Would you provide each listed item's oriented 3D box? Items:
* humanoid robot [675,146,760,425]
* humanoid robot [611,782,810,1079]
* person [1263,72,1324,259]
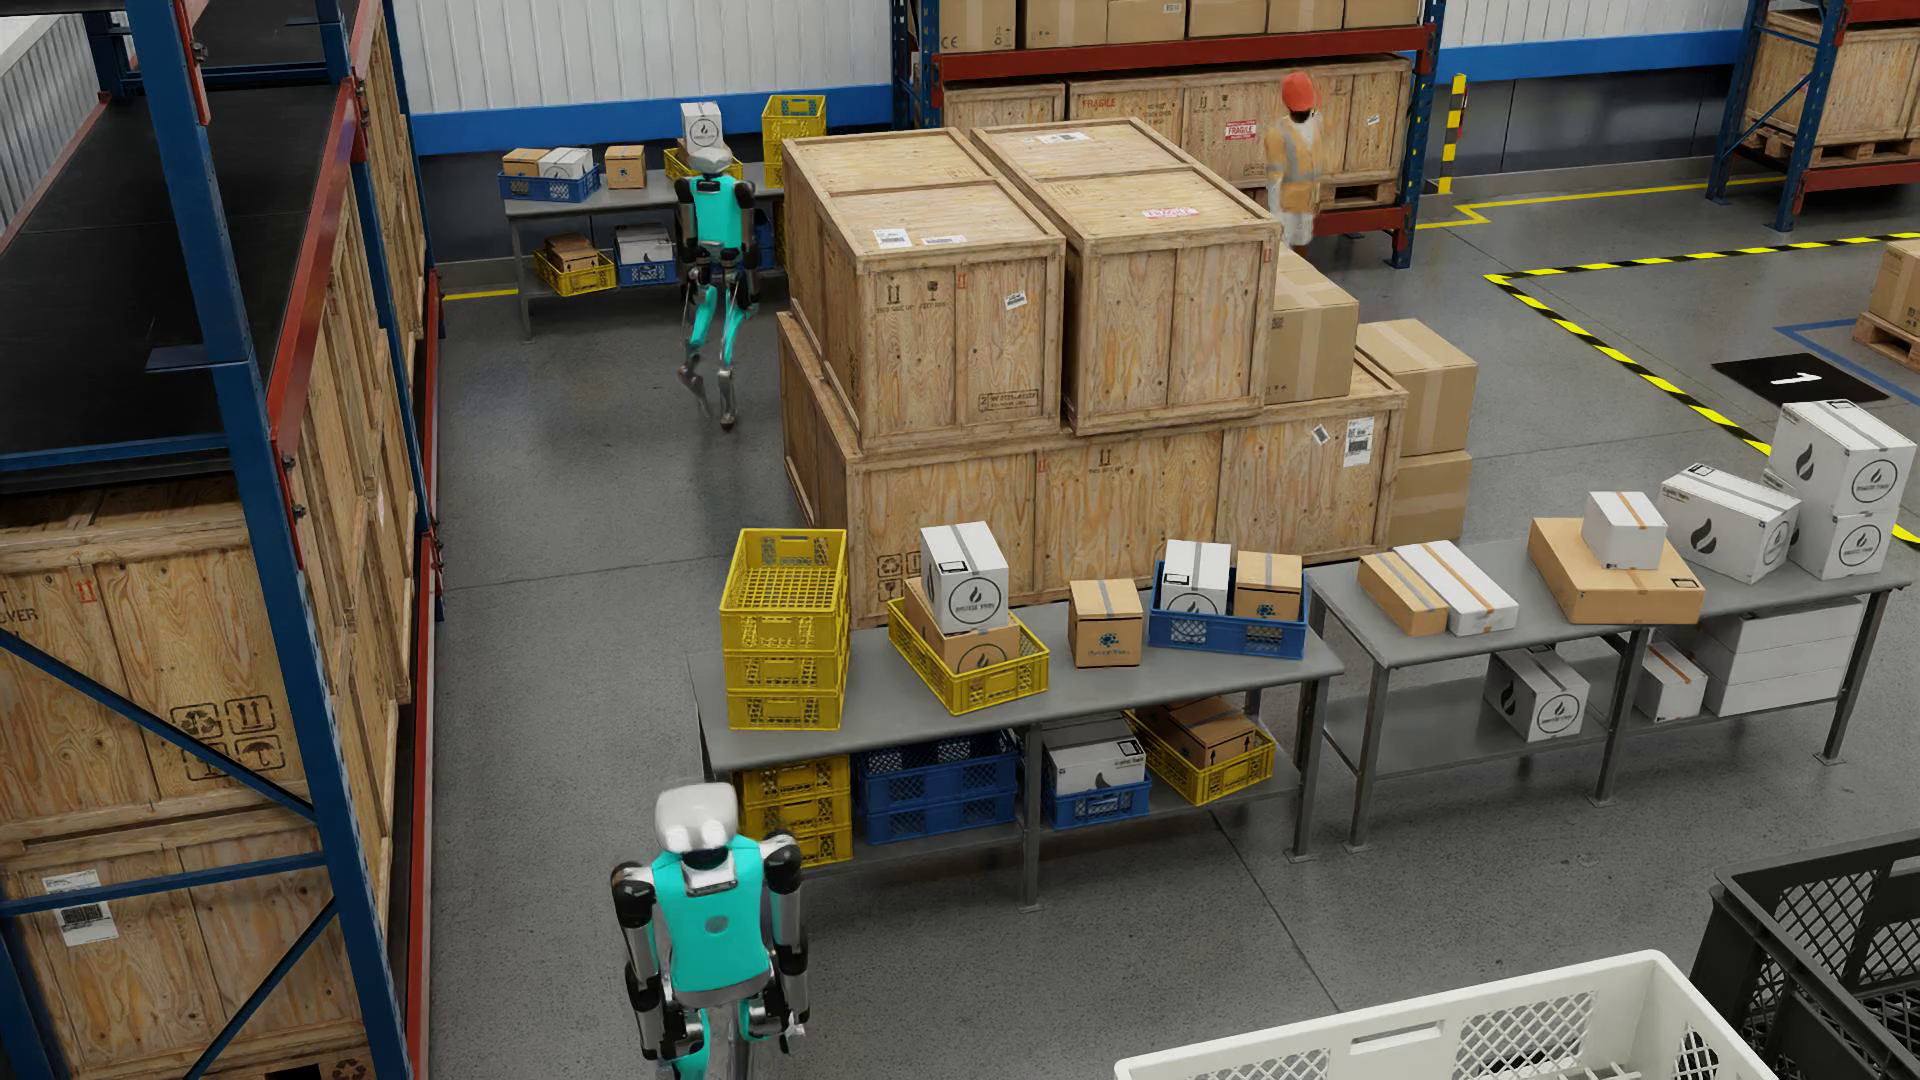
[{"bbox_3d":[-1.561,-1.463,10.284,0.556,1.819,0.667,12,31,20],"label":"humanoid robot"},{"bbox_3d":[-0.765,1.395,5.143,0.544,1.851,0.756,-9,30,-15],"label":"humanoid robot"},{"bbox_3d":[2.312,-2.350,11.704,0.660,1.895,0.399,-24,37,-37],"label":"person"}]
